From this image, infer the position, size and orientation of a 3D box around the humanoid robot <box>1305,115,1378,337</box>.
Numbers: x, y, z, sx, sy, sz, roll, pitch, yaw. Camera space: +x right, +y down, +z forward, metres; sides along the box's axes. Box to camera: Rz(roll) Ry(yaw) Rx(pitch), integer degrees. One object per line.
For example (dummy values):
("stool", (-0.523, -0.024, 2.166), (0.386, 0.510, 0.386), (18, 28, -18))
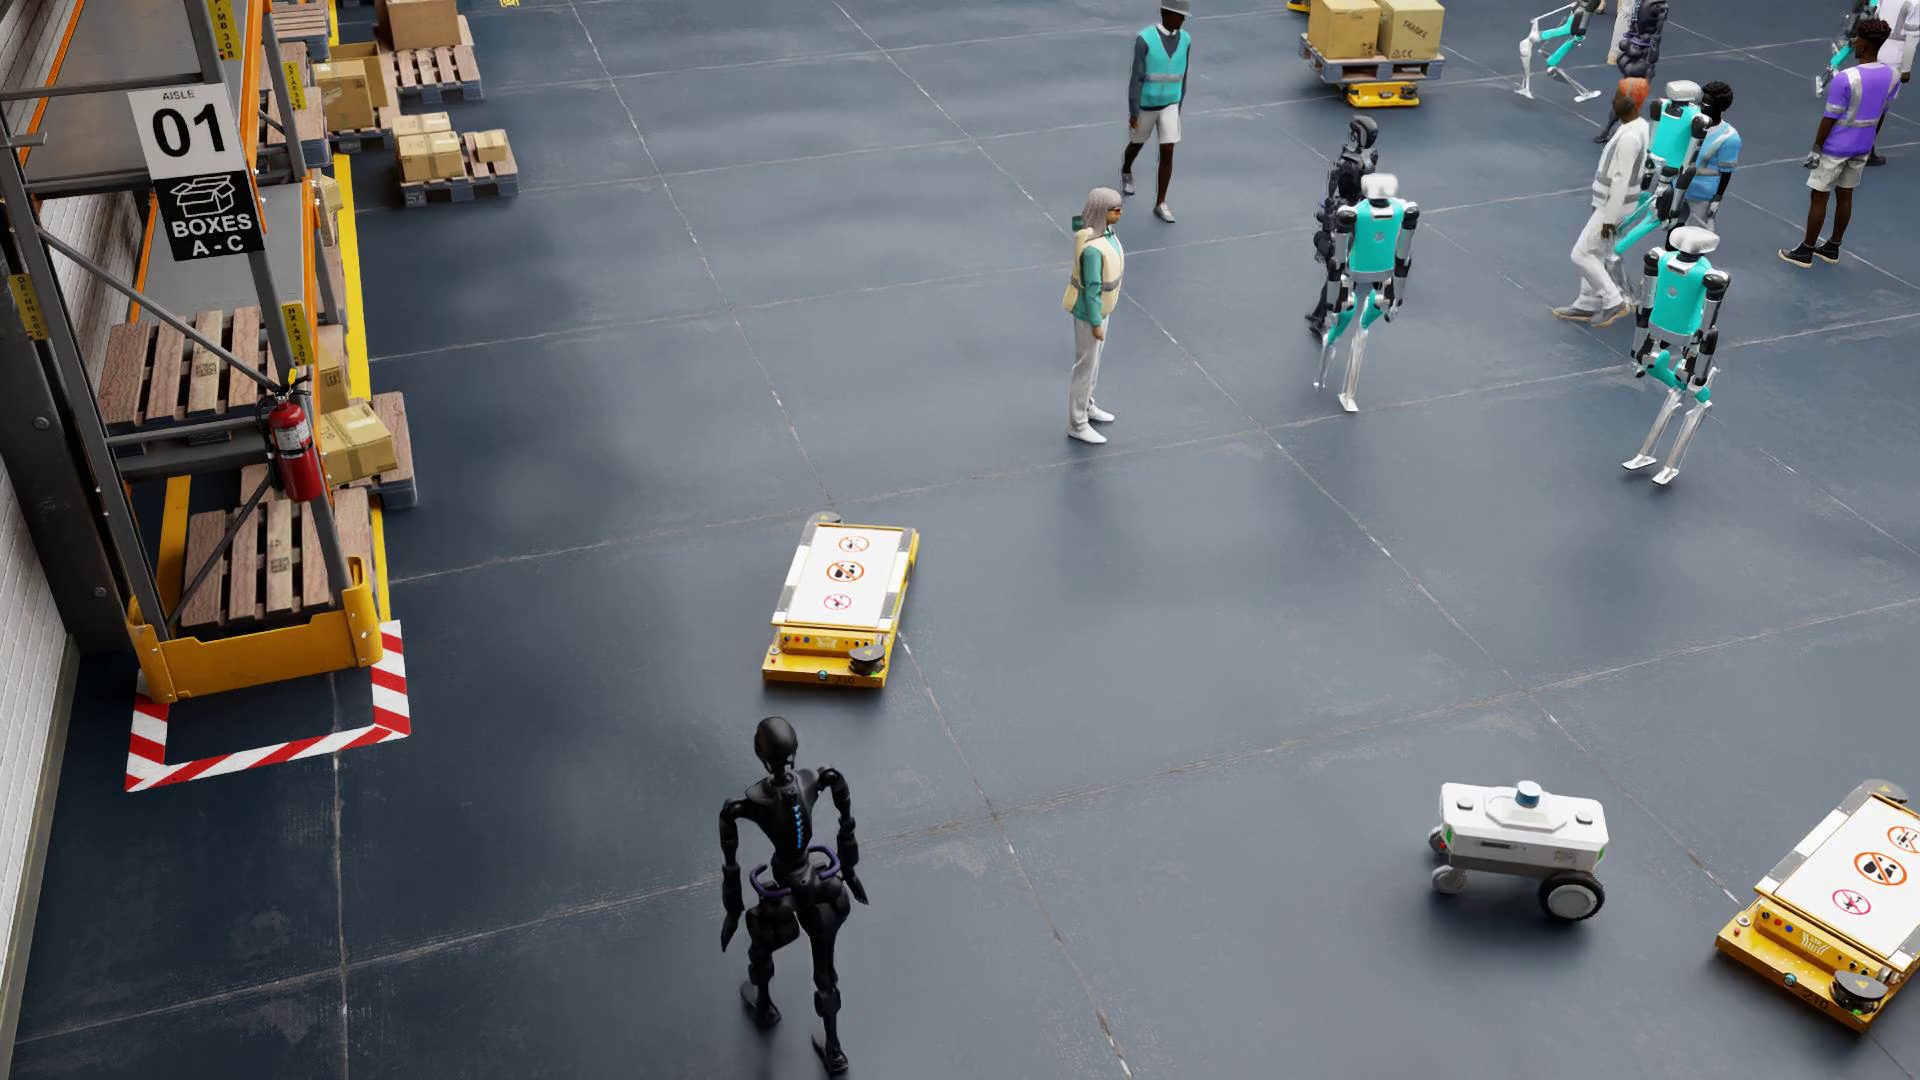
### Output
("humanoid robot", (2.778, -2.285, 12.091), (0.597, 1.645, 0.444), (-28, 42, -36))

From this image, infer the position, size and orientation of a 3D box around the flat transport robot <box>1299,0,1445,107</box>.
("flat transport robot", (4.206, -4.792, 17.208), (0.659, 0.231, 1.431), (-3, 33, -5))

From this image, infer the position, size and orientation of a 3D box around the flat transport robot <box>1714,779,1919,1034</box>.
("flat transport robot", (4.046, 1.589, 7.421), (1.431, 0.231, 0.659), (-26, 41, -33))

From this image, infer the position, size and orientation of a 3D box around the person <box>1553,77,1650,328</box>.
("person", (4.756, -2.437, 12.134), (0.428, 1.871, 0.596), (14, 36, 20))

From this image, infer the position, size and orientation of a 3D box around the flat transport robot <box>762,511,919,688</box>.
("flat transport robot", (-0.648, 0.314, 9.377), (0.659, 0.231, 1.431), (4, 33, 5))

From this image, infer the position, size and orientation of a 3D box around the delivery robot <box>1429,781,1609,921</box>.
("delivery robot", (2.546, 1.358, 7.531), (0.815, 0.614, 0.499), (6, 34, 9))

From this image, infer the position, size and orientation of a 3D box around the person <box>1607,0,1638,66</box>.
("person", (7.158, -5.965, 17.540), (0.338, 1.875, 0.465), (13, 35, 19))

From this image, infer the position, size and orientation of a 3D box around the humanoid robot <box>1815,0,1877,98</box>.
("humanoid robot", (8.799, -5.094, 16.348), (0.552, 1.772, 0.970), (-4, 33, -7))

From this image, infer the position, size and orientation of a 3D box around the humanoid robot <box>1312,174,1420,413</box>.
("humanoid robot", (2.633, -1.634, 11.119), (0.548, 1.876, 0.822), (-2, 33, -3))

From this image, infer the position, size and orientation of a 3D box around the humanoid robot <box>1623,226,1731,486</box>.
("humanoid robot", (4.467, -1.162, 10.206), (0.741, 1.690, 0.531), (-21, 39, -29))

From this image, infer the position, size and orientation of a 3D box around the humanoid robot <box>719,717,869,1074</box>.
("humanoid robot", (-0.667, 1.355, 6.500), (0.615, 1.636, 0.603), (-17, 37, -24))

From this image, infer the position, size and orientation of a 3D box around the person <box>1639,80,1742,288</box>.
("person", (5.558, -2.633, 12.588), (0.317, 1.695, 0.539), (-14, 36, -21))

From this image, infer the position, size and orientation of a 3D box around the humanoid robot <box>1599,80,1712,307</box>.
("humanoid robot", (4.984, -2.524, 12.264), (0.735, 1.677, 0.533), (-12, 35, -18))

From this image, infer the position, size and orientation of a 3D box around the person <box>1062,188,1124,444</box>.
("person", (0.851, -1.465, 10.791), (0.368, 1.709, 0.465), (9, 34, 13))

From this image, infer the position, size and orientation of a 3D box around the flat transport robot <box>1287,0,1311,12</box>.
("flat transport robot", (4.632, -6.306, 19.530), (1.431, 0.231, 0.659), (17, 37, 24))

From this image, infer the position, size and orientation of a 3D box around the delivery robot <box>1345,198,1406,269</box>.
("delivery robot", (3.378, -2.520, 13.472), (0.499, 0.606, 0.796), (15, 36, 21))

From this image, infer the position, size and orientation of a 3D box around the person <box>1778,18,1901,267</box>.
("person", (6.954, -3.109, 13.087), (0.604, 1.958, 0.375), (-11, 35, -16))

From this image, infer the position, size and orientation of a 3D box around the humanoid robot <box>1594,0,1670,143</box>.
("humanoid robot", (6.335, -4.512, 15.499), (0.583, 1.638, 0.596), (-3, 33, -5))

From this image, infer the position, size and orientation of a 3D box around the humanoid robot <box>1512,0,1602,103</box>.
("humanoid robot", (5.910, -5.110, 16.376), (1.037, 1.718, 0.548), (7, 34, 10))

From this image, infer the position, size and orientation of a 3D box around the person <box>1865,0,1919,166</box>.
("person", (8.428, -4.374, 15.053), (0.384, 1.928, 0.548), (-6, 34, -9))

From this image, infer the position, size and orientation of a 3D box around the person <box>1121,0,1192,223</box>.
("person", (1.642, -3.736, 14.099), (0.566, 1.907, 0.877), (-8, 34, -12))

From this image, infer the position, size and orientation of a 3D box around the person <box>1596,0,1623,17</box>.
("person", (7.656, -6.886, 19.131), (0.474, 1.675, 0.376), (20, 38, 27))
